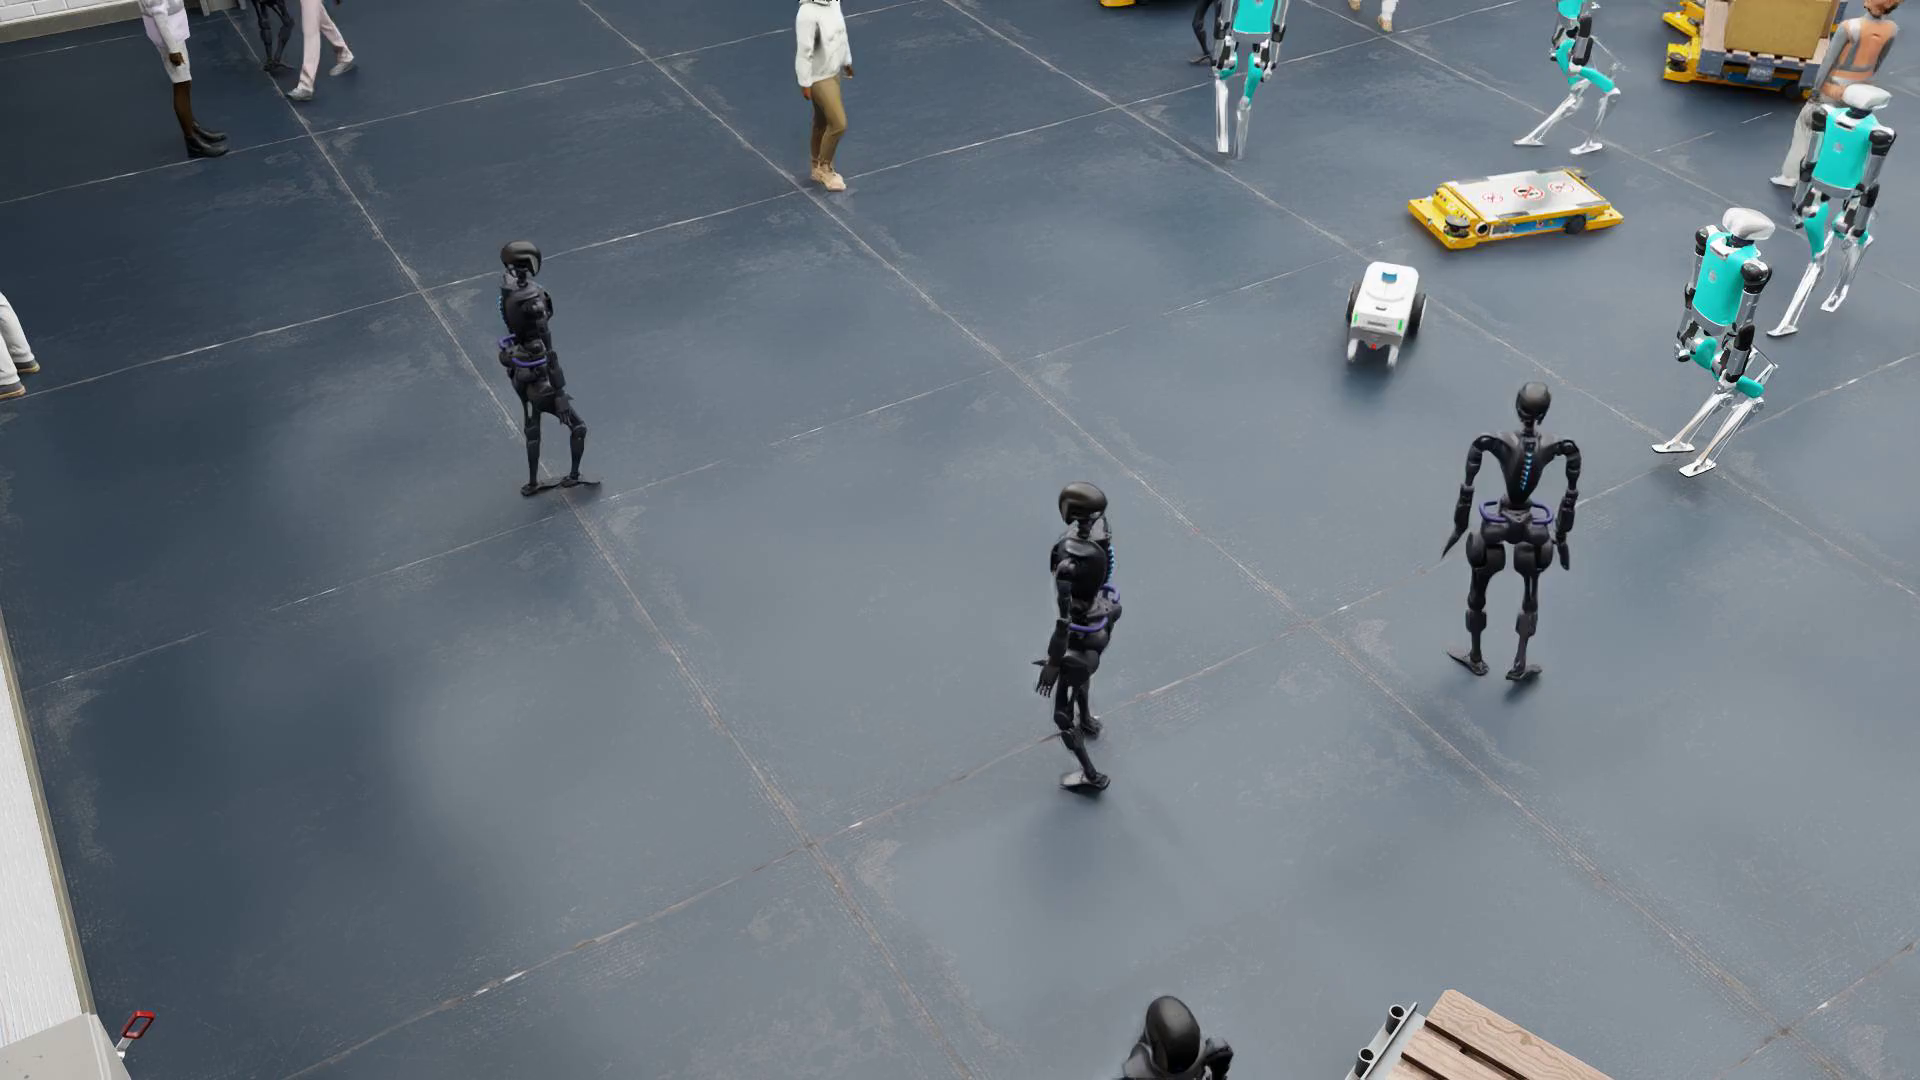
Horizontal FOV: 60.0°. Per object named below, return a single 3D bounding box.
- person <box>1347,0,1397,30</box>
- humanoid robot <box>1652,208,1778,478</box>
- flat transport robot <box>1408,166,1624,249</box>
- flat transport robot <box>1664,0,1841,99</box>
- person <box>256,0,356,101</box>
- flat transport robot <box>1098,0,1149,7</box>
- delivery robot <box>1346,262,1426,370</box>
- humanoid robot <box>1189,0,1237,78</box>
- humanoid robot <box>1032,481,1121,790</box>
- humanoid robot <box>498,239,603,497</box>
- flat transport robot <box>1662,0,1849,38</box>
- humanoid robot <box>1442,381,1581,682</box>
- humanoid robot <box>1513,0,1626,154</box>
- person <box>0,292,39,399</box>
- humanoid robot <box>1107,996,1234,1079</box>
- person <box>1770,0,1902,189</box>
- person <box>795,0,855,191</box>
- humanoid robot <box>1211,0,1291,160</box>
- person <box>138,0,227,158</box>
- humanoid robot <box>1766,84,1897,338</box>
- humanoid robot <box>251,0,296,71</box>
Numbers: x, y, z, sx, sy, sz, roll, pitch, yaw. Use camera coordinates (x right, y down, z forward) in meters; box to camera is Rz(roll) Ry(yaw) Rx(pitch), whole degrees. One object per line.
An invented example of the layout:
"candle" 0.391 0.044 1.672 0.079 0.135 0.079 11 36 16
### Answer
"person" 3.911 -5.668 15.215 0.627 1.802 0.826 1 38 2
"humanoid robot" 4.418 -1.129 9.427 0.735 1.676 0.533 -10 40 -13
"flat transport robot" 4.156 -2.487 12.429 1.431 0.231 0.659 -10 39 -12
"flat transport robot" 6.915 -4.117 14.487 1.431 0.231 0.659 13 40 16
"person" -5.529 -4.642 13.925 0.576 1.781 1.011 15 41 18
"flat transport robot" 1.919 -5.475 16.200 1.431 0.231 0.659 -15 41 -18
"delivery robot" 2.806 -1.534 11.008 0.499 0.608 0.786 13 40 15
"humanoid robot" 2.191 -4.758 14.174 0.406 1.636 0.608 -21 43 -24
"humanoid robot" 0.584 0.424 7.629 0.401 1.639 0.590 14 40 17
"humanoid robot" -2.374 -0.964 9.377 0.448 1.649 0.610 -25 45 -28
"flat transport robot" 7.339 -4.847 15.408 1.431 0.231 0.659 -9 39 -11
"humanoid robot" 2.718 -0.005 8.172 0.610 1.644 0.444 5 39 7
"humanoid robot" 4.940 -3.846 12.981 0.886 1.783 0.564 -3 38 -3
"person" -6.152 -1.746 10.199 0.343 1.879 0.575 -5 39 -6
"humanoid robot" 0.645 2.073 5.546 0.616 1.641 0.505 -17 41 -20
"person" 6.584 -3.376 12.466 0.563 1.606 0.396 -10 39 -12
"person" -0.985 -3.462 12.463 0.523 1.737 0.544 14 40 17
"humanoid robot" 2.186 -3.741 12.905 0.558 1.865 0.783 -1 38 -1
"person" -6.104 -3.935 12.915 0.369 1.934 0.550 -13 40 -16
"humanoid robot" 5.849 -2.193 10.914 0.990 1.771 0.530 -22 43 -25
"humanoid robot" -6.013 -4.829 14.253 0.337 1.649 0.596 -32 48 -34
